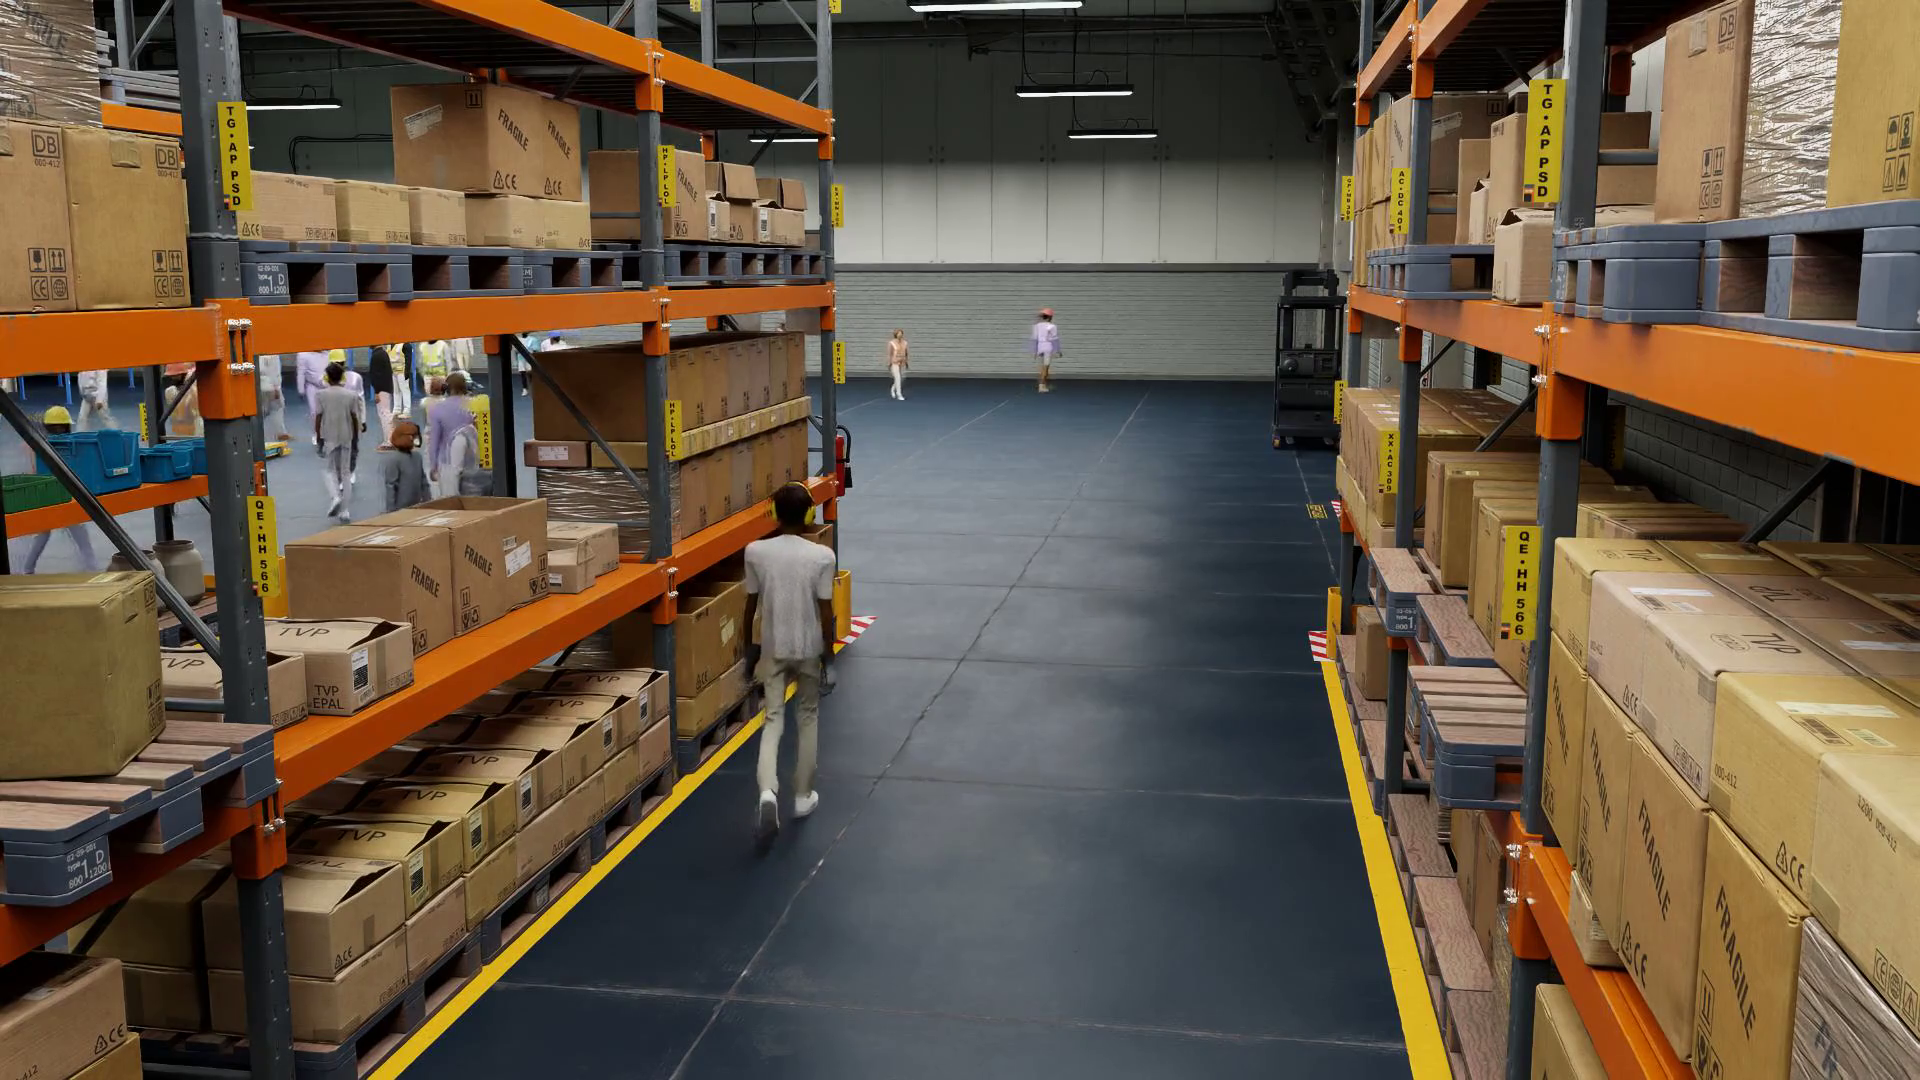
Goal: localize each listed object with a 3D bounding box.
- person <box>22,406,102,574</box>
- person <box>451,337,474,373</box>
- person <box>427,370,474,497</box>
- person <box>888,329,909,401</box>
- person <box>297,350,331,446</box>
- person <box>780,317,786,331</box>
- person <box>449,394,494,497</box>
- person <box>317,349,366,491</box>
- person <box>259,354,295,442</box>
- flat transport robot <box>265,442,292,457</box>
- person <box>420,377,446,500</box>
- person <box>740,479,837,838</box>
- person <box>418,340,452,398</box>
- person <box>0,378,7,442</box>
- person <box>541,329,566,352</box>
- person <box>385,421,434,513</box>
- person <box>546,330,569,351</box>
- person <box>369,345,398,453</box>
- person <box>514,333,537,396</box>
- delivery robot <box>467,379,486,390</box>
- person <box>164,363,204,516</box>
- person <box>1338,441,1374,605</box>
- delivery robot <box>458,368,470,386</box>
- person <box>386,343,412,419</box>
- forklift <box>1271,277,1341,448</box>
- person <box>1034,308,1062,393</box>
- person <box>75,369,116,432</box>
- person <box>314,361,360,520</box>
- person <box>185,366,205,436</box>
[{"bbox_3d":[-8.110,-0.345,14.957,0.930,1.715,0.533,2,9,10],"label":"person"},{"bbox_3d":[-12.553,-4.659,41.950,0.522,1.582,0.823,-4,10,-21],"label":"person"},{"bbox_3d":[-5.096,-0.787,17.081,0.632,1.911,0.832,-8,12,-40],"label":"person"},{"bbox_3d":[-1.423,-3.995,37.757,0.521,1.620,0.677,-6,11,-32],"label":"person"},{"bbox_3d":[-10.634,-2.499,27.685,0.553,1.887,0.672,8,12,41],"label":"person"},{"bbox_3d":[-3.641,-3.758,35.129,0.696,2.000,1.045,-3,10,-16],"label":"person"},{"bbox_3d":[-4.527,-0.485,15.632,0.986,1.776,0.605,3,10,20],"label":"person"},{"bbox_3d":[-8.344,-1.655,22.456,0.583,1.903,0.837,-4,10,-26],"label":"person"},{"bbox_3d":[-11.798,-2.611,28.286,0.615,1.924,0.763,8,12,41],"label":"person"},{"bbox_3d":[-11.056,-1.382,25.917,0.652,0.197,1.431,1,9,3],"label":"flat transport robot"},{"bbox_3d":[-6.409,-1.206,20.565,0.512,1.619,0.511,2,9,12],"label":"person"},{"bbox_3d":[-0.907,0.606,8.697,0.527,1.845,0.796,1,9,5],"label":"person"},{"bbox_3d":[-10.207,-3.220,32.364,0.646,1.822,0.525,0,9,3],"label":"person"},{"bbox_3d":[-16.687,-2.650,28.522,0.641,1.924,0.615,-7,11,-35],"label":"person"},{"bbox_3d":[-7.797,-3.241,32.157,0.543,1.927,0.375,3,10,17],"label":"person"},{"bbox_3d":[-4.754,-0.240,14.607,0.713,1.603,0.522,1,9,9],"label":"person"},{"bbox_3d":[-7.185,-2.820,29.655,0.999,1.893,0.632,8,12,40],"label":"person"},{"bbox_3d":[-9.385,-2.410,26.901,0.452,1.978,0.620,0,9,-1],"label":"person"},{"bbox_3d":[-10.111,-4.186,38.705,0.548,1.680,0.380,1,9,7],"label":"person"},{"bbox_3d":[-10.821,-3.449,36.706,0.698,0.223,0.335,3,10,19],"label":"delivery robot"},{"bbox_3d":[-9.328,-1.257,20.100,0.553,1.880,1.033,3,10,16],"label":"person"},{"bbox_3d":[3.424,-0.285,13.807,0.614,1.962,0.362,-3,10,-17],"label":"person"},{"bbox_3d":[-12.192,-3.970,40.717,0.477,0.478,0.707,-2,9,-12],"label":"delivery robot"},{"bbox_3d":[-11.146,-3.336,33.004,0.621,1.845,0.429,6,11,34],"label":"person"},{"bbox_3d":[5.847,-3.016,27.970,1.129,2.768,1.873,1,9,9],"label":"forklift"},{"bbox_3d":[2.151,-4.552,40.018,0.636,2.005,0.937,9,13,43],"label":"person"},{"bbox_3d":[-13.917,-2.265,26.562,0.609,1.782,0.920,5,11,29],"label":"person"},{"bbox_3d":[-7.329,-1.168,19.591,0.503,1.858,0.394,-5,11,-29],"label":"person"},{"bbox_3d":[-10.222,-1.680,22.645,0.652,1.893,0.668,-4,10,-22],"label":"person"}]
